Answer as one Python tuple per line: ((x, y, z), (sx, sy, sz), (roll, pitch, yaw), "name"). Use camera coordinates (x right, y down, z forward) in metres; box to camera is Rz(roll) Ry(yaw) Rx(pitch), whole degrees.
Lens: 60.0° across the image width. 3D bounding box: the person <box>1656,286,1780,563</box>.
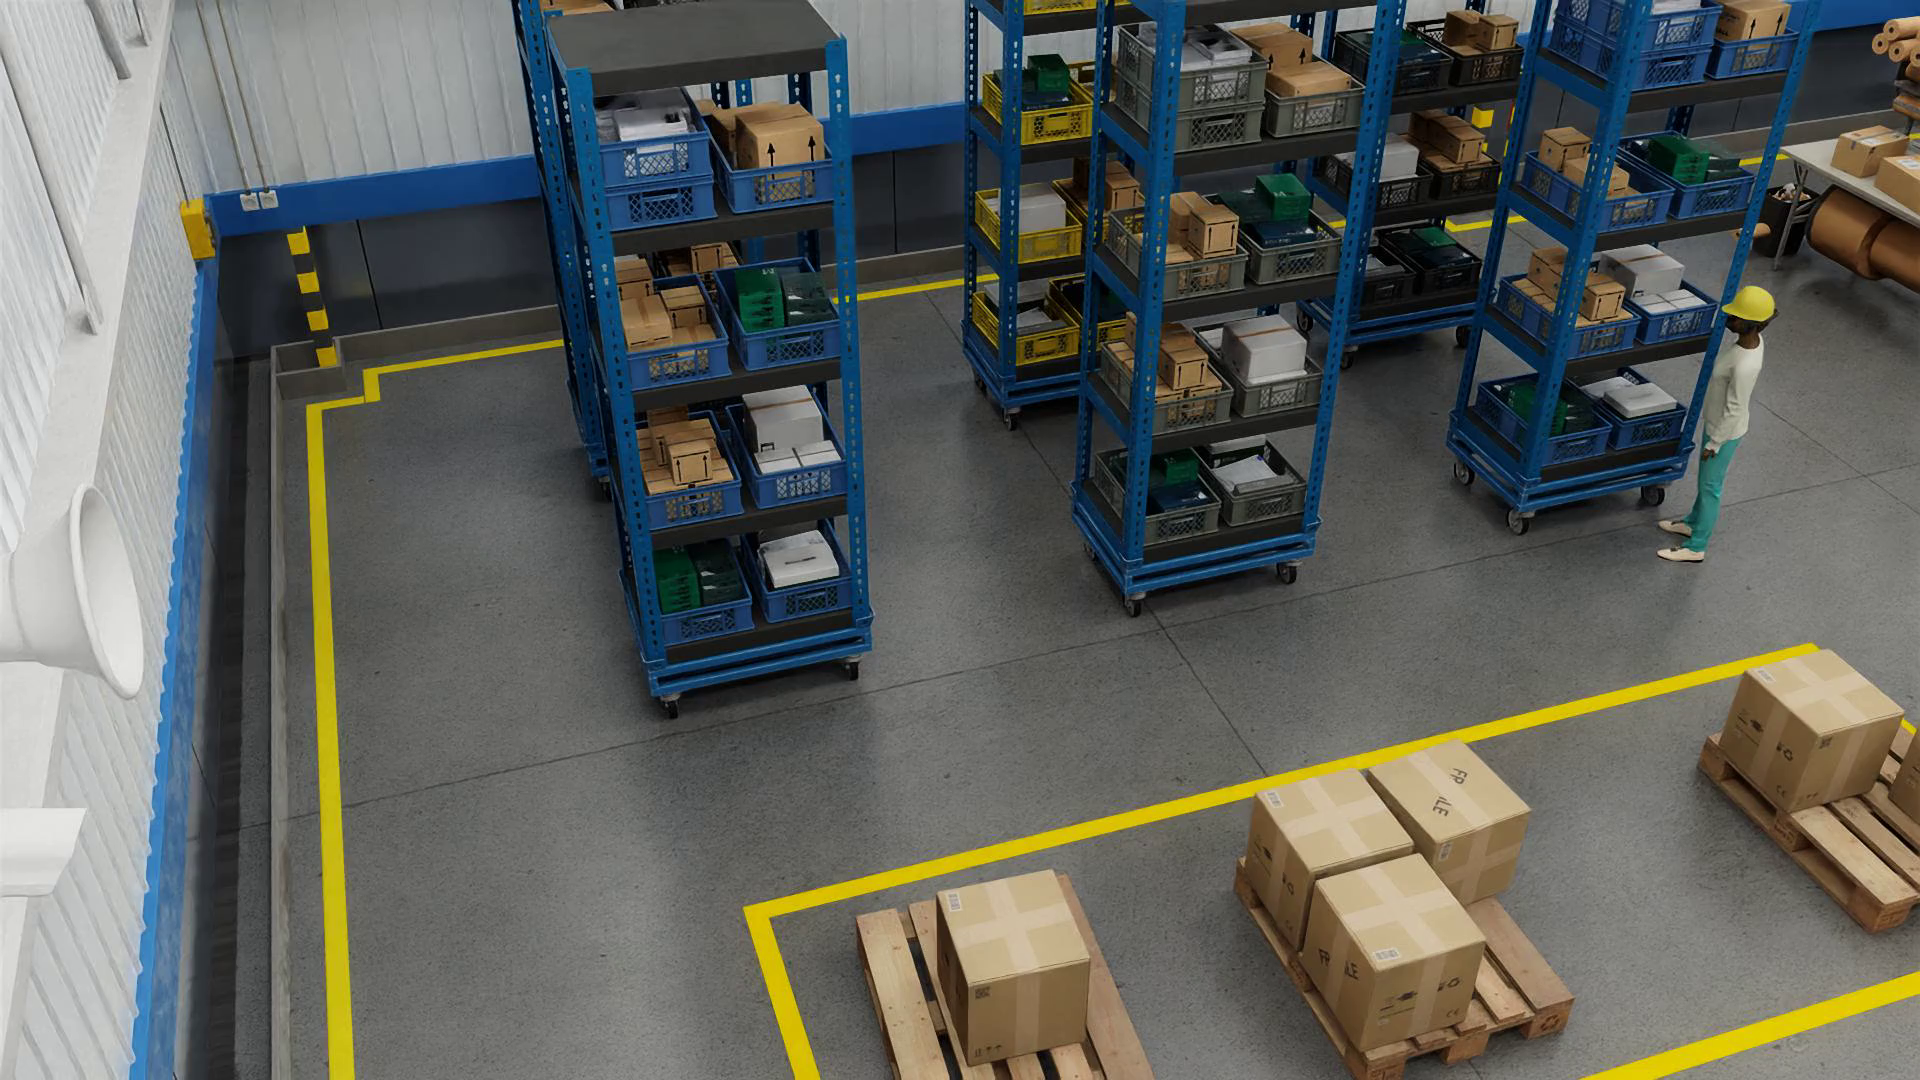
((4.421, -0.668, 9.703), (0.309, 1.768, 0.521), (14, 37, 18), "person")
